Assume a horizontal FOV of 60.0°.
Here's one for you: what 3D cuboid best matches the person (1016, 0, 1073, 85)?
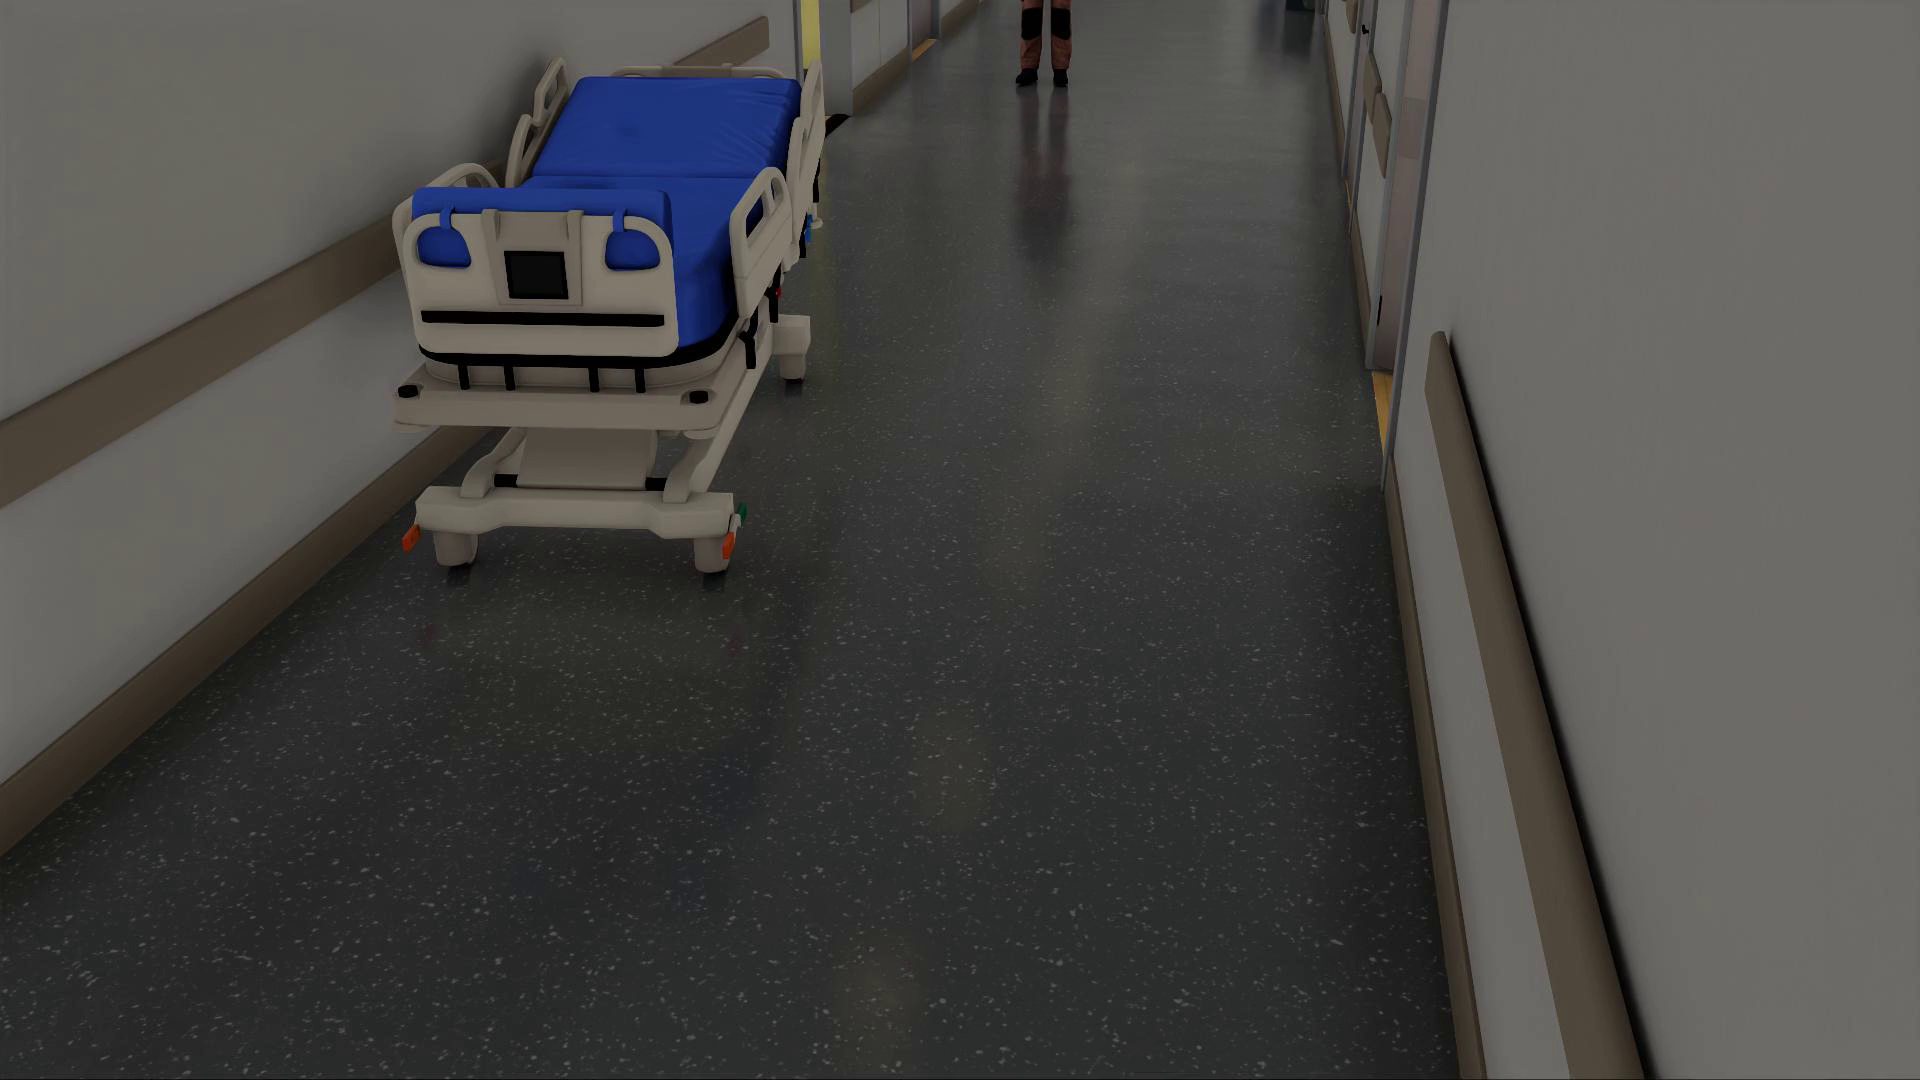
[{"bbox_3d":[0.690,-4.525,12.870,0.536,1.925,0.758,3,26,7],"label":"person"}]
